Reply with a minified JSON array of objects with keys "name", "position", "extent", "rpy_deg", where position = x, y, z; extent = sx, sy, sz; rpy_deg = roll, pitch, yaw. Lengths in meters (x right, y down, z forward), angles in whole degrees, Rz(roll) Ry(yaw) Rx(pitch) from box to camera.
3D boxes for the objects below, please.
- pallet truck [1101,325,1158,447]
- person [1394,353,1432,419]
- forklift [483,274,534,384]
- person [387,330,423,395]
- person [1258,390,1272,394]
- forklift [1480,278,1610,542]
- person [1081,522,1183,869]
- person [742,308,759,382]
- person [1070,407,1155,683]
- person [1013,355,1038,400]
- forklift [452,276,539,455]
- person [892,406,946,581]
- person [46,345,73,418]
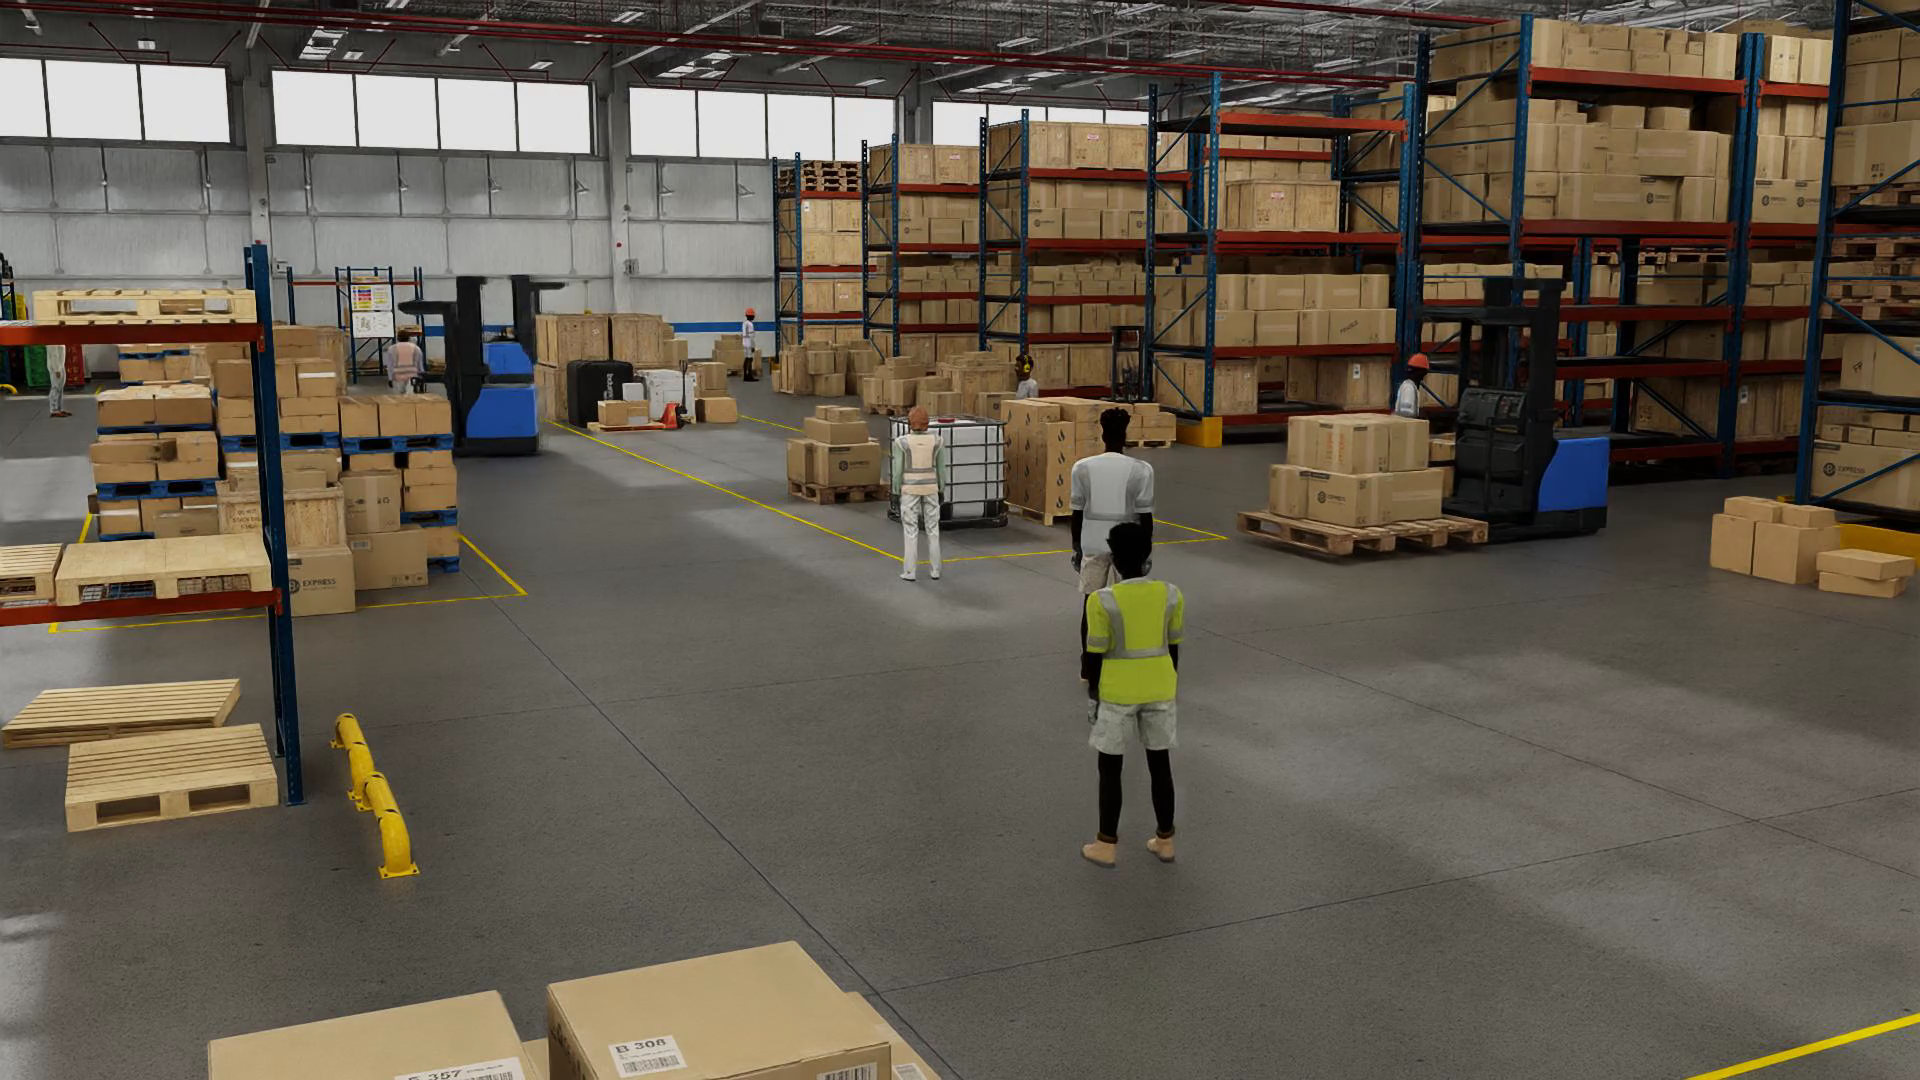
[{"name":"pallet truck","position":[2.881,-2.596,27.923],"extent":[0.823,1.965,1.885],"rpy_deg":[-1,9,-7]},{"name":"person","position":[5.485,-1.317,20.267],"extent":[0.442,1.911,0.549],"rpy_deg":[2,9,14]},{"name":"forklift","position":[-11.198,-5.380,42.467],"extent":[1.873,2.768,1.129],"rpy_deg":[-4,10,-25]},{"name":"person","position":[-10.447,-3.037,31.273],"extent":[0.655,1.795,0.958],"rpy_deg":[-5,10,-27]},{"name":"person","position":[7.260,-4.326,39.616],"extent":[0.323,1.688,0.526],"rpy_deg":[9,13,43]},{"name":"forklift","position":[6.123,-1.475,18.240],"extent":[1.873,2.768,1.129],"rpy_deg":[-4,10,-25]},{"name":"person","position":[0.848,0.751,8.132],"extent":[0.530,1.687,0.328],"rpy_deg":[-3,10,-20]},{"name":"person","position":[-5.553,-5.152,43.966],"extent":[0.379,1.937,0.548],"rpy_deg":[-5,10,-29]},{"name":"person","position":[1.068,0.046,11.676],"extent":[0.603,1.957,0.386],"rpy_deg":[3,10,16]},{"name":"person","position":[0.814,-1.372,20.786],"extent":[0.351,1.868,0.607],"rpy_deg":[-3,10,-19]},{"name":"forklift","position":[-7.669,-2.760,26.210],"extent":[1.873,2.768,1.129],"rpy_deg":[-2,9,-12]},{"name":"person","position":[-0.383,-0.429,15.587],"extent":[0.523,1.638,0.310],"rpy_deg":[-3,10,-19]},{"name":"person","position":[-17.972,-3.398,33.139],"extent":[0.374,1.932,0.623],"rpy_deg":[-2,9,-15]}]
